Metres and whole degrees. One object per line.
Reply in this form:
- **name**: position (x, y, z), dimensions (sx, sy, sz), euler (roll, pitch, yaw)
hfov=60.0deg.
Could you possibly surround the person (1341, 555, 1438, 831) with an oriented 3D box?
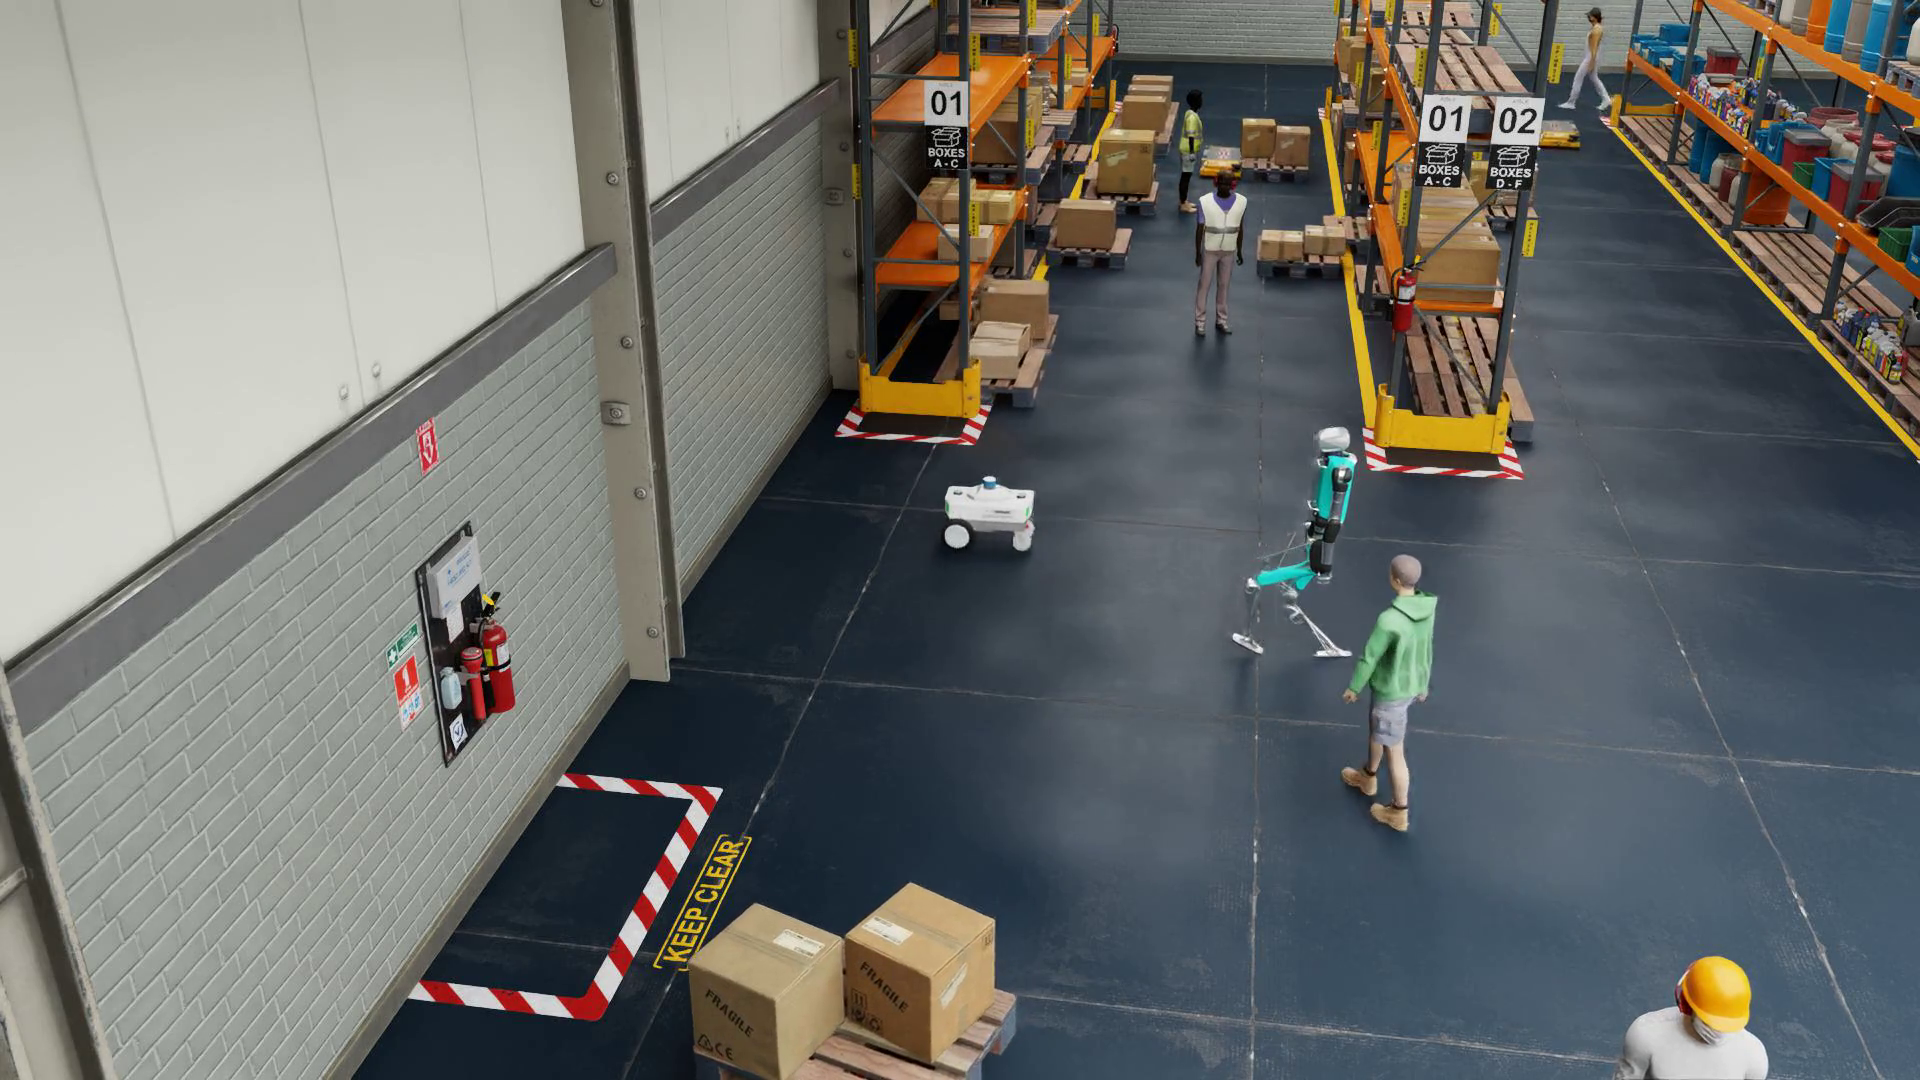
- **person**: position (2.464, 0.858, 9.801), dimensions (0.474, 1.718, 0.715), euler (-21, 32, -37)

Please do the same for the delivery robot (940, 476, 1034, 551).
- **delivery robot**: position (0.214, -0.224, 13.501), dimensions (0.775, 0.596, 0.499), euler (3, 25, 7)

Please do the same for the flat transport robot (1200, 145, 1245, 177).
- **flat transport robot**: position (4.135, -5.937, 26.064), dimensions (0.659, 0.231, 1.431), euler (5, 25, 10)

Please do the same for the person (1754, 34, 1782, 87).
- **person**: position (15.797, -9.753, 32.459), dimensions (0.297, 1.772, 0.532), euler (-19, 31, -35)

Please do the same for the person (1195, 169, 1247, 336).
- **person**: position (2.846, -3.171, 18.288), dimensions (0.563, 1.840, 0.397), euler (-5, 26, -11)

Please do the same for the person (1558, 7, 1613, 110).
- **person**: position (11.533, -8.760, 30.267), dimensions (0.899, 1.832, 0.534), euler (11, 27, 23)

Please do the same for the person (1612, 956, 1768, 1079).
- **person**: position (2.734, 2.364, 6.390), dimensions (0.569, 1.889, 0.389), euler (7, 26, 15)

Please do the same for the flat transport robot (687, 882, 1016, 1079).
- **flat transport robot**: position (-0.462, 2.526, 7.950), dimensions (0.659, 0.231, 1.431), euler (12, 28, 24)

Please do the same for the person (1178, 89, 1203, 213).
- **person**: position (3.239, -5.472, 23.380), dimensions (0.322, 1.696, 0.535), euler (2, 25, 5)

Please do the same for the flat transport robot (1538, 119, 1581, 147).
- **flat transport robot**: position (10.038, -6.864, 28.050), dimensions (0.659, 0.231, 1.431), euler (5, 26, 11)

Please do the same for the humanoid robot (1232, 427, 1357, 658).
- **humanoid robot**: position (2.251, 0.065, 11.553), dimensions (1.020, 1.785, 0.531), euler (2, 25, 5)
